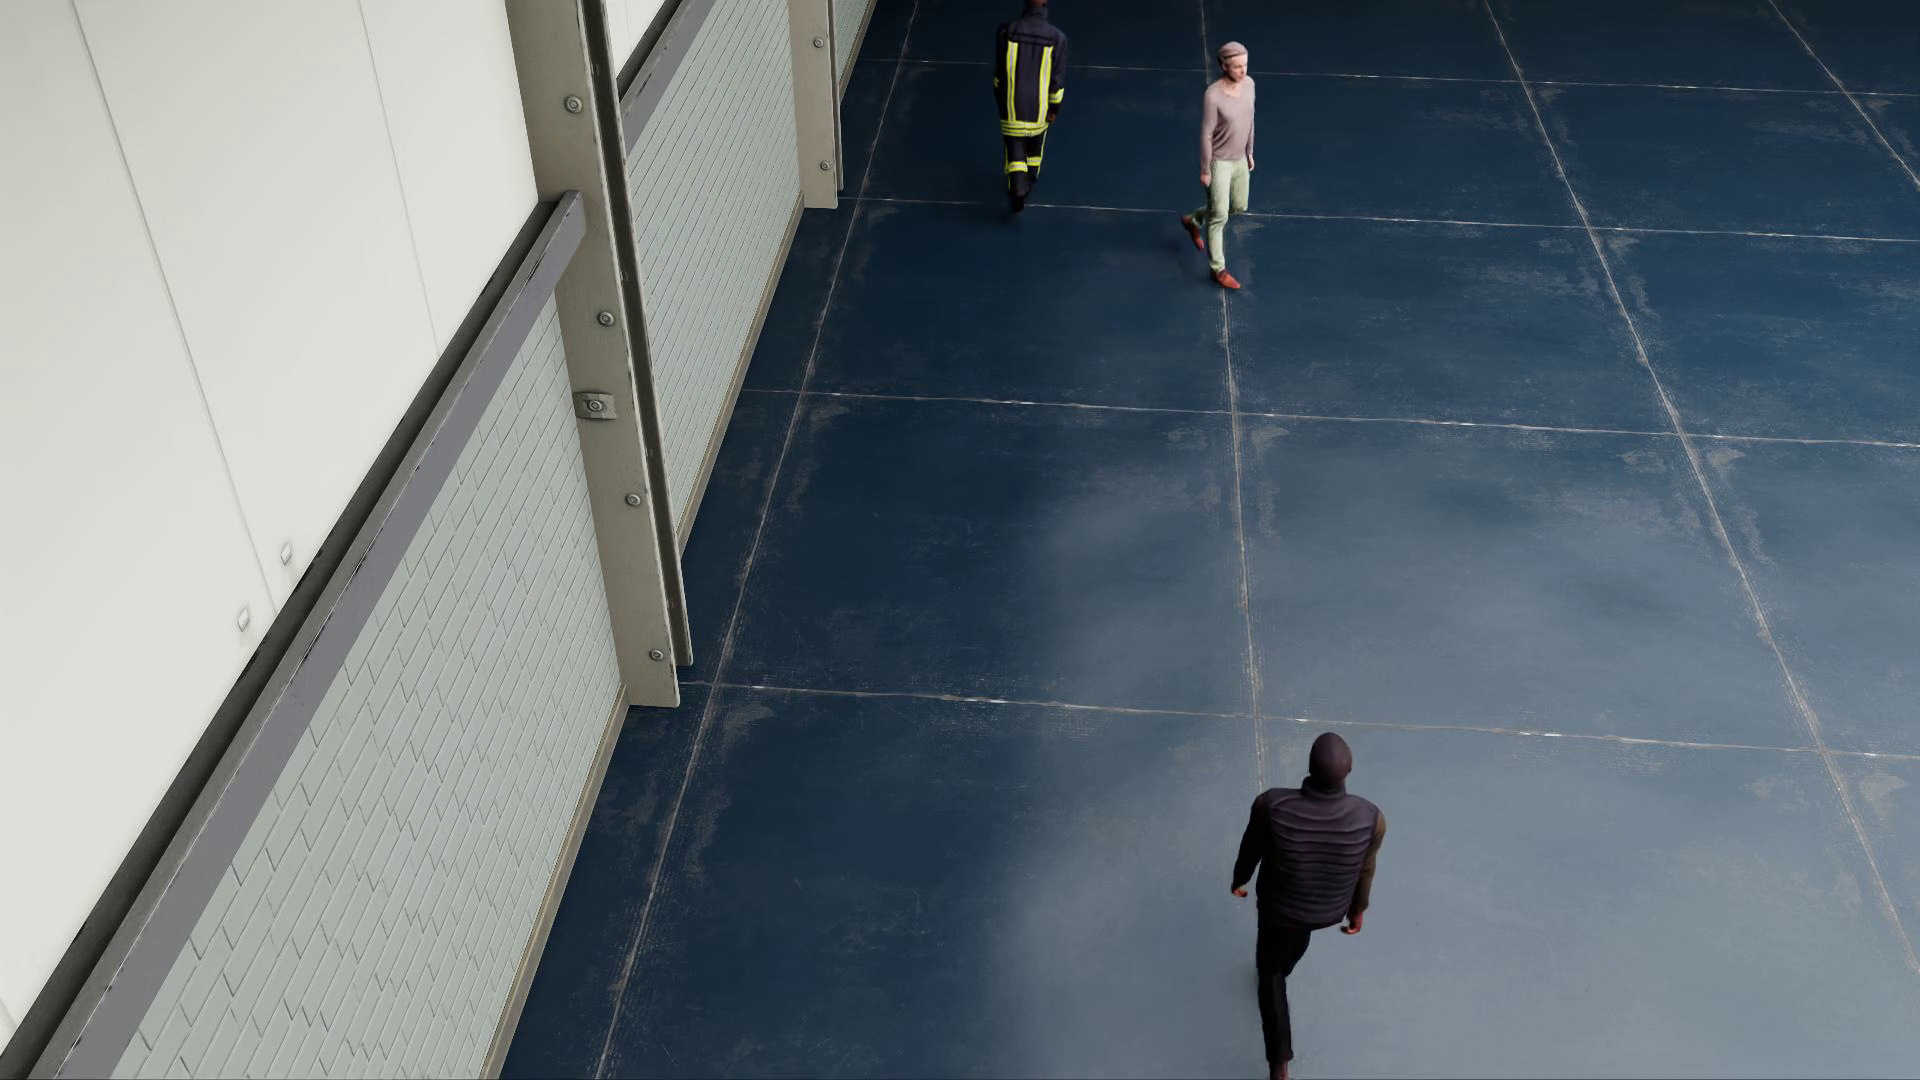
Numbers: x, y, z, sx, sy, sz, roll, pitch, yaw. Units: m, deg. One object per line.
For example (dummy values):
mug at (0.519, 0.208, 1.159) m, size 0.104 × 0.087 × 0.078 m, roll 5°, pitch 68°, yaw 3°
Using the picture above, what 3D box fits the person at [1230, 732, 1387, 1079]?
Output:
person at (1.399, 1.554, 6.864) m, size 0.719 × 1.803 × 1.160 m, roll 2°, pitch 38°, yaw 2°

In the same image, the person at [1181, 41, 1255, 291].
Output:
person at (1.924, -2.845, 12.443) m, size 1.046 × 1.859 × 1.099 m, roll -28°, pitch 46°, yaw -31°

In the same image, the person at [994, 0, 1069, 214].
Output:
person at (0.537, -3.529, 13.369) m, size 0.753 × 1.794 × 1.158 m, roll 1°, pitch 38°, yaw 1°
